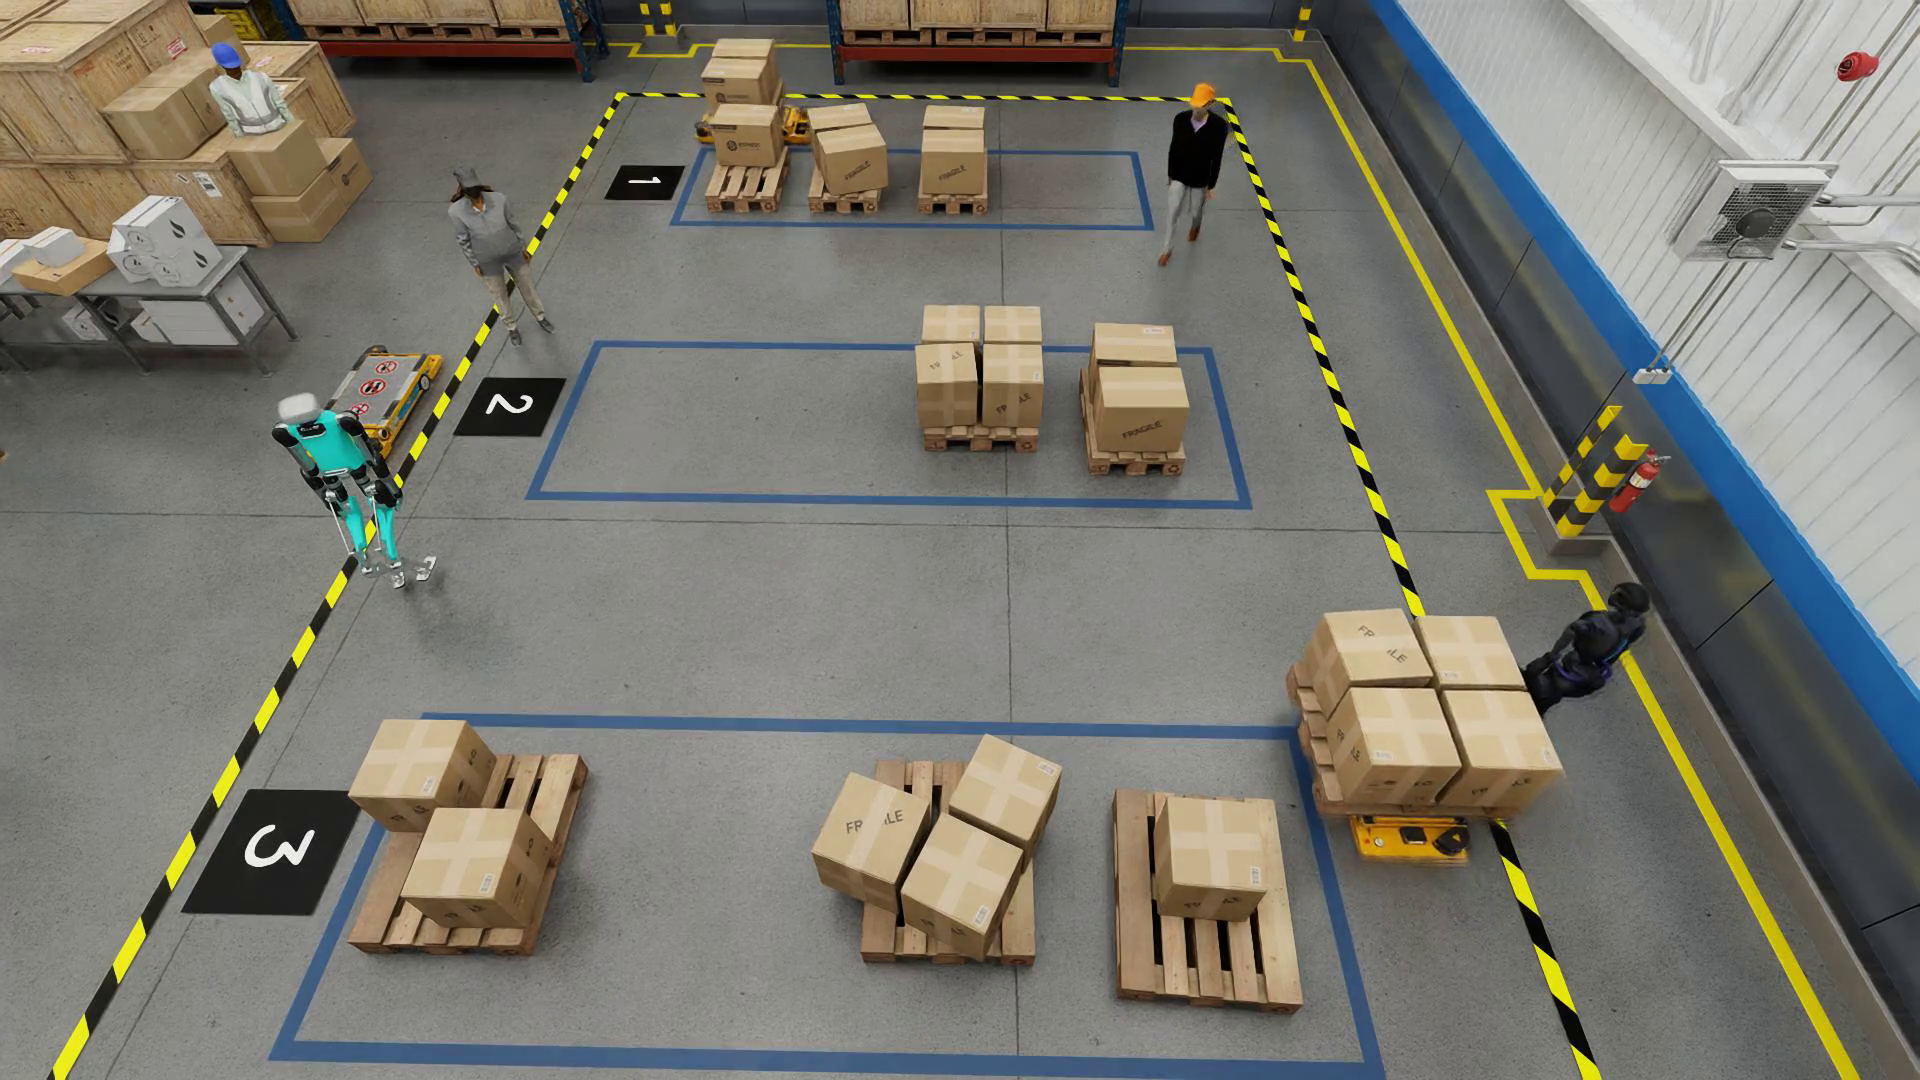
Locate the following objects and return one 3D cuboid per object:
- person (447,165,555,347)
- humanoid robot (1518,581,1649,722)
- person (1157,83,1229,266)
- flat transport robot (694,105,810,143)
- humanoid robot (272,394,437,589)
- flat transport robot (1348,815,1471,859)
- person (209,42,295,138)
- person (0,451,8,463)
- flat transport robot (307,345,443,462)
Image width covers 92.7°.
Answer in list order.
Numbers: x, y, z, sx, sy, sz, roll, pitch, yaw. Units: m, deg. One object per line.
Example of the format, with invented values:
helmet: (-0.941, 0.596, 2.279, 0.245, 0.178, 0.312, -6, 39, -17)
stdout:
person: (-4.360, -2.686, 8.657, 0.563, 1.769, 0.400, -30, 56, -23)
humanoid robot: (3.796, 0.820, 5.785, 0.612, 1.619, 0.789, -6, 50, -5)
person: (2.429, -3.832, 9.569, 0.590, 1.863, 0.728, 24, 54, 19)
flat transport robot: (-2.689, -5.436, 11.949, 1.431, 0.197, 0.652, 1, 50, 1)
humanoid robot: (-4.282, -0.203, 6.491, 0.533, 1.673, 0.735, -11, 51, -9)
flat transport robot: (2.856, 1.405, 6.160, 0.652, 0.197, 1.431, 1, 50, 1)
person: (-7.530, -4.410, 10.008, 0.602, 1.939, 0.411, -33, 57, -25)
person: (-8.556, -1.258, 7.400, 0.620, 1.850, 0.543, 22, 53, 18)
flat transport robot: (-5.383, -1.269, 8.441, 0.659, 0.231, 1.431, 1, 50, 1)
